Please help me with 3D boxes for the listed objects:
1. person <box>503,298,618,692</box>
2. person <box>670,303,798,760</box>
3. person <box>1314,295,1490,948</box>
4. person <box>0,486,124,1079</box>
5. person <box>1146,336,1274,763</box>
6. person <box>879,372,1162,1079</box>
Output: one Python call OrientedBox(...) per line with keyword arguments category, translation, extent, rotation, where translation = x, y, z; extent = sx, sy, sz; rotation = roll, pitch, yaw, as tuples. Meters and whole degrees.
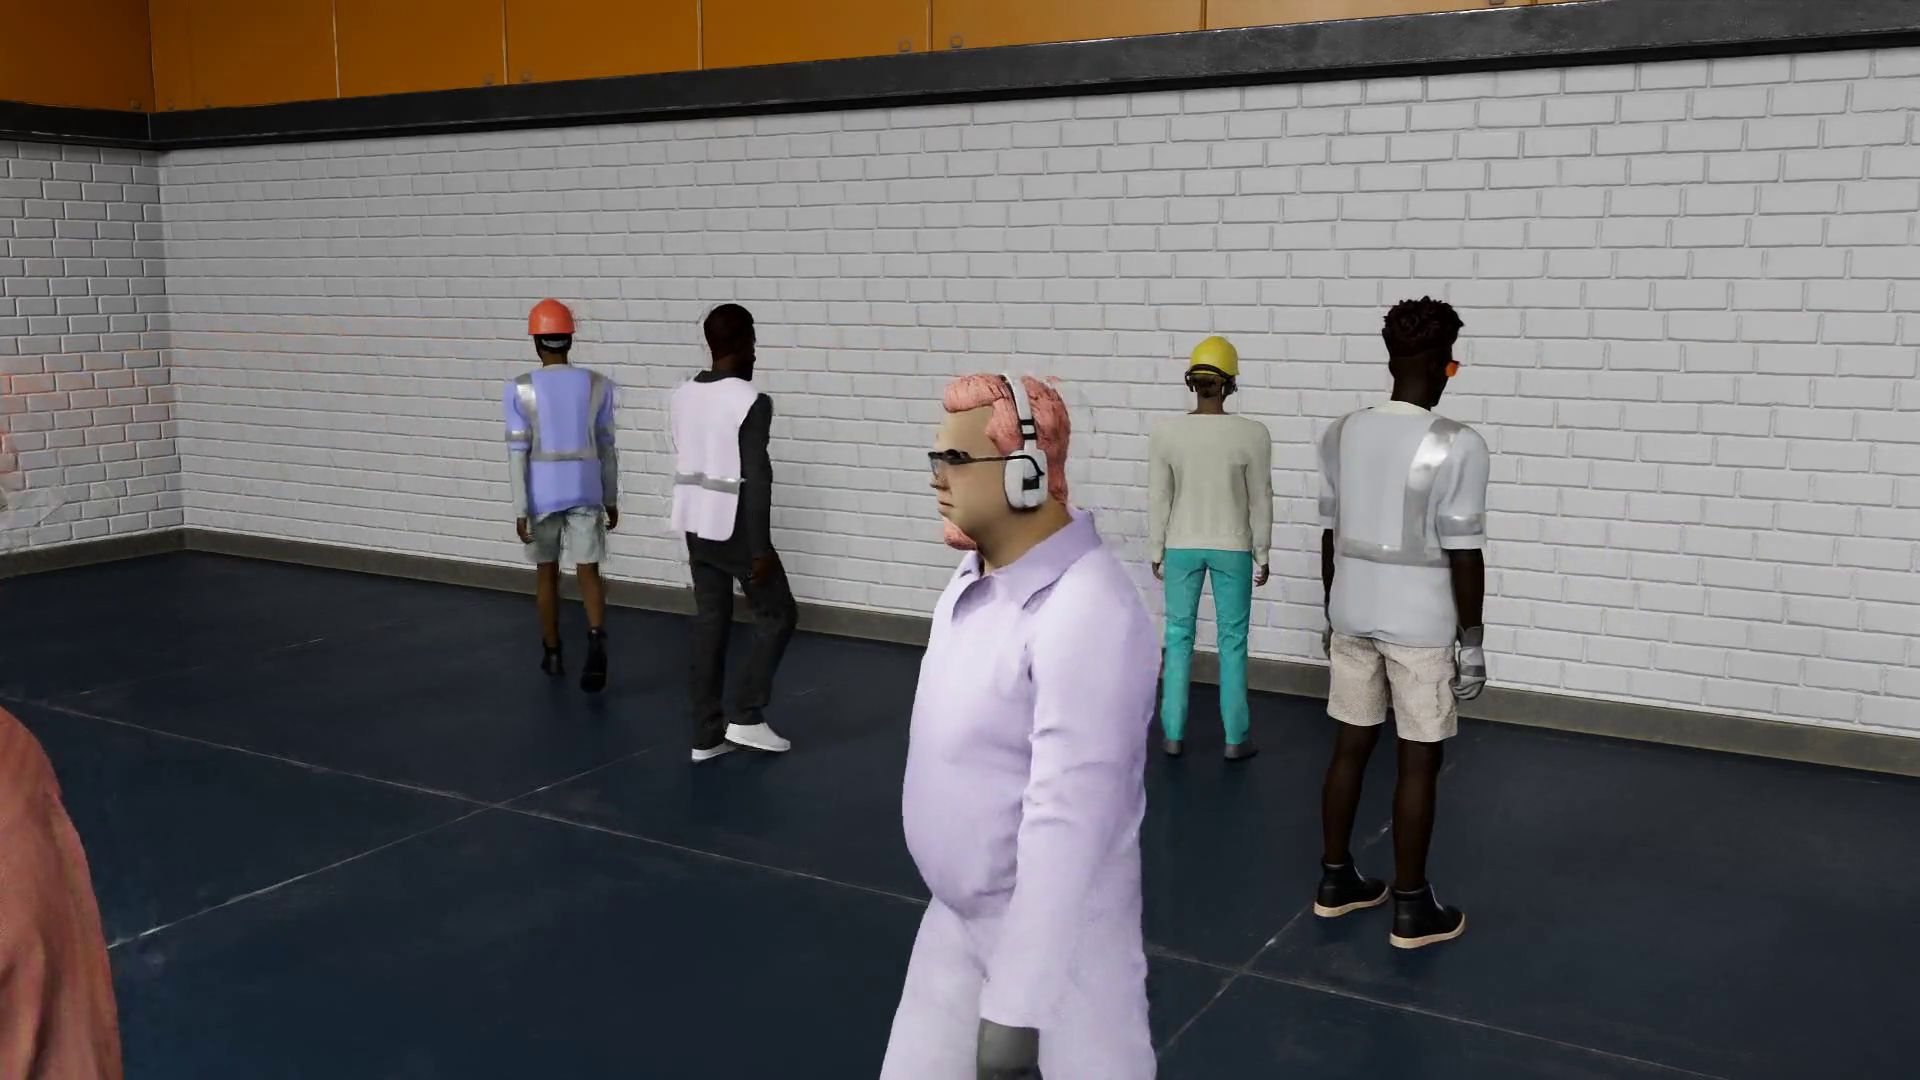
OrientedBox(category="person", translation=(-1.921, -0.215, 8.096), extent=(0.550, 1.916, 0.878), rotation=(-4, 10, -22))
OrientedBox(category="person", translation=(-0.936, -0.024, 6.926), extent=(0.606, 1.898, 0.530), rotation=(8, 12, 41))
OrientedBox(category="person", translation=(1.341, 0.244, 5.059), extent=(0.375, 1.958, 0.606), rotation=(-6, 11, -35))
OrientedBox(category="person", translation=(-0.960, 0.794, 1.656), extent=(1.003, 1.954, 0.628), rotation=(-4, 10, -26))
OrientedBox(category="person", translation=(1.033, 0.044, 6.901), extent=(0.525, 1.769, 0.311), rotation=(3, 10, 17))
OrientedBox(category="person", translation=(0.041, 0.648, 2.837), extent=(0.980, 1.851, 0.674), rotation=(-3, 10, -19))
